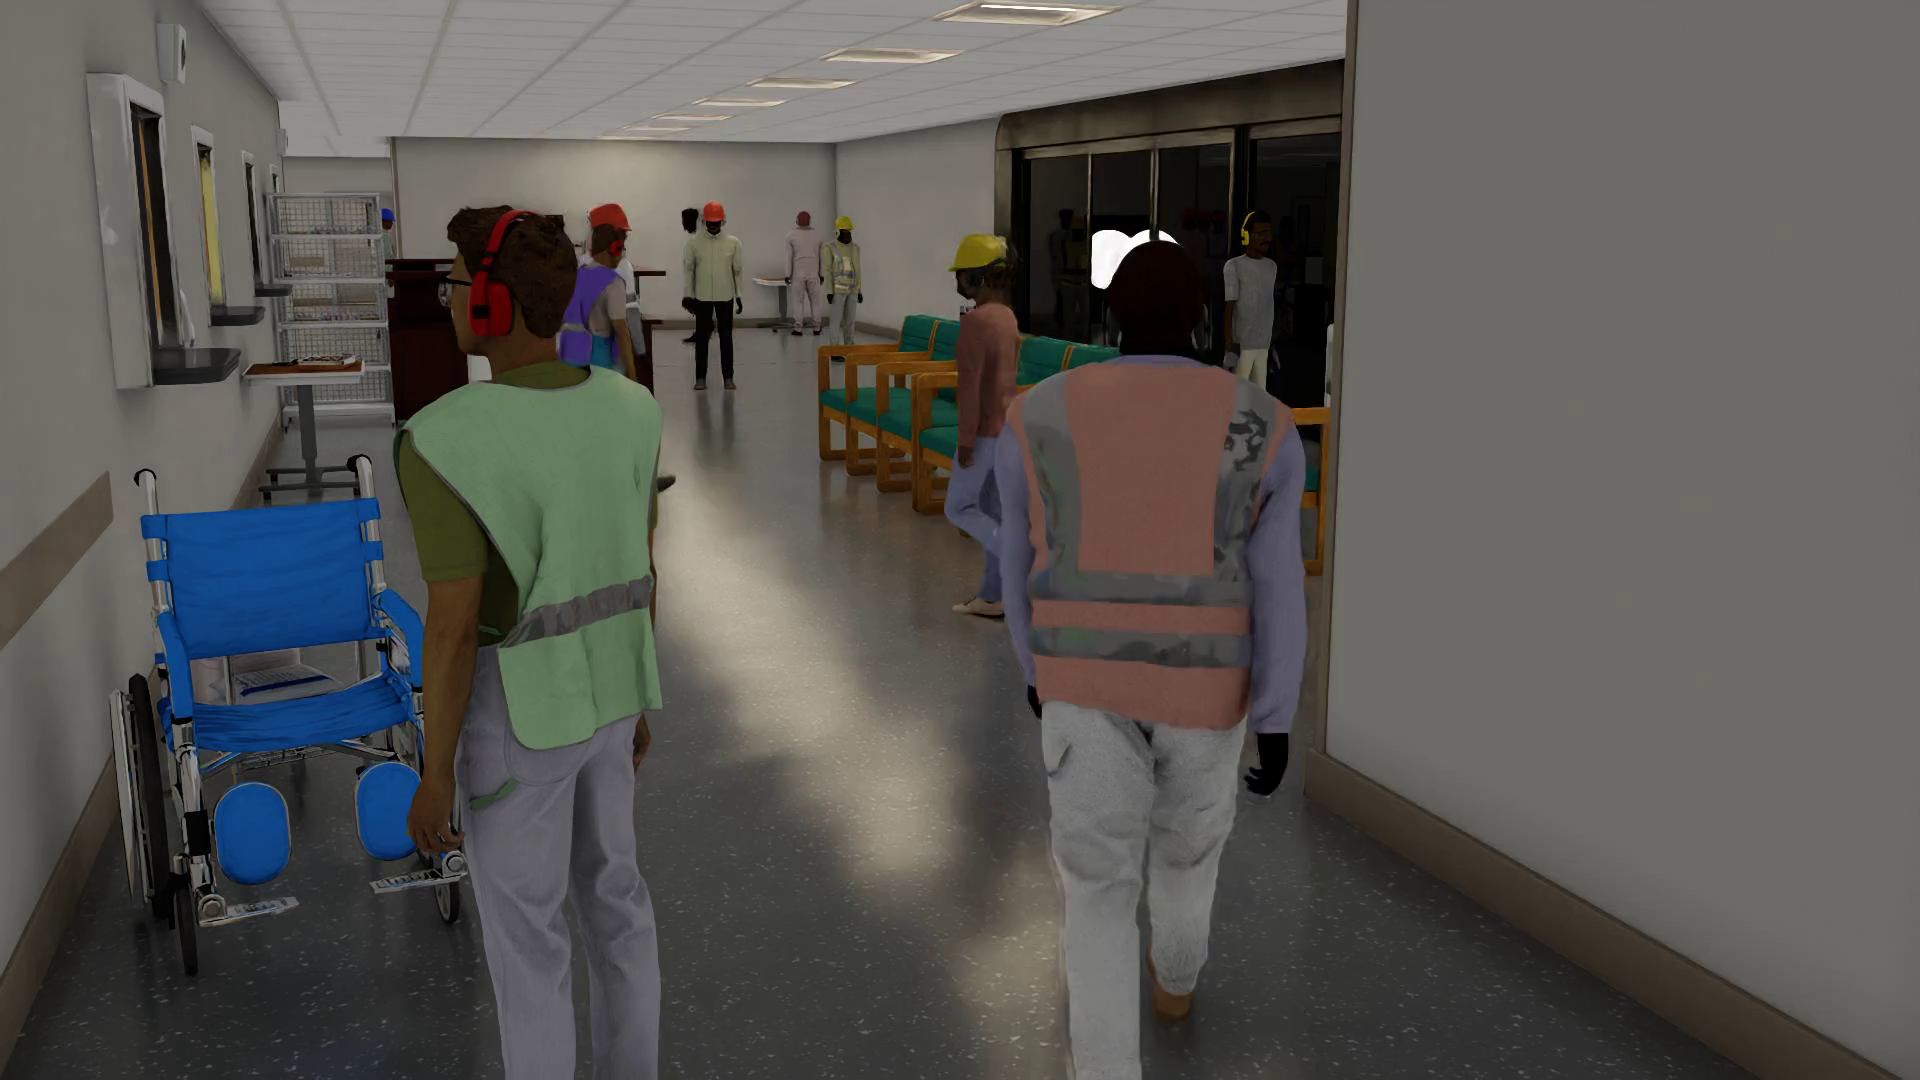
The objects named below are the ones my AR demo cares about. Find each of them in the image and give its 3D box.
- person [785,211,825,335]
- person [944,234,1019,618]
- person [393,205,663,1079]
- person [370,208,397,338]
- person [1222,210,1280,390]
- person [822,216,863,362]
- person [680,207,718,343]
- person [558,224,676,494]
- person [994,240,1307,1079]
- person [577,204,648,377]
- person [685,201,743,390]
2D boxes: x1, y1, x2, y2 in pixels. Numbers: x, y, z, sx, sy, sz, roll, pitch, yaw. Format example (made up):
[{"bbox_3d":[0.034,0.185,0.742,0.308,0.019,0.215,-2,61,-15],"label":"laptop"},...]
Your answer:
[{"bbox_3d":[-2.407,-4.121,25.737,0.652,1.906,0.405,-4,12,-21],"label":"person"},{"bbox_3d":[0.148,-0.486,7.471,0.454,1.752,0.541,5,12,23],"label":"person"},{"bbox_3d":[-0.742,0.338,3.000,0.390,1.850,0.565,6,13,29],"label":"person"},{"bbox_3d":[-8.615,-3.989,24.959,0.407,1.942,0.615,-7,13,-33],"label":"person"},{"bbox_3d":[2.000,-1.302,11.368,0.528,1.871,0.323,-10,15,-40],"label":"person"},{"bbox_3d":[-1.465,-3.184,21.118,0.404,1.833,0.590,11,15,43],"label":"person"},{"bbox_3d":[-3.793,-3.794,23.933,0.457,1.949,0.614,0,11,1],"label":"person"},{"bbox_3d":[-2.267,-1.097,10.544,0.963,1.779,0.575,-7,13,-33],"label":"person"},{"bbox_3d":[0.379,0.295,3.408,0.615,1.787,0.988,1,11,7],"label":"person"},{"bbox_3d":[-2.395,-1.389,11.705,0.570,1.908,0.739,9,14,39],"label":"person"},{"bbox_3d":[-2.604,-2.580,17.625,0.608,1.985,0.394,-2,11,-9],"label":"person"}]
